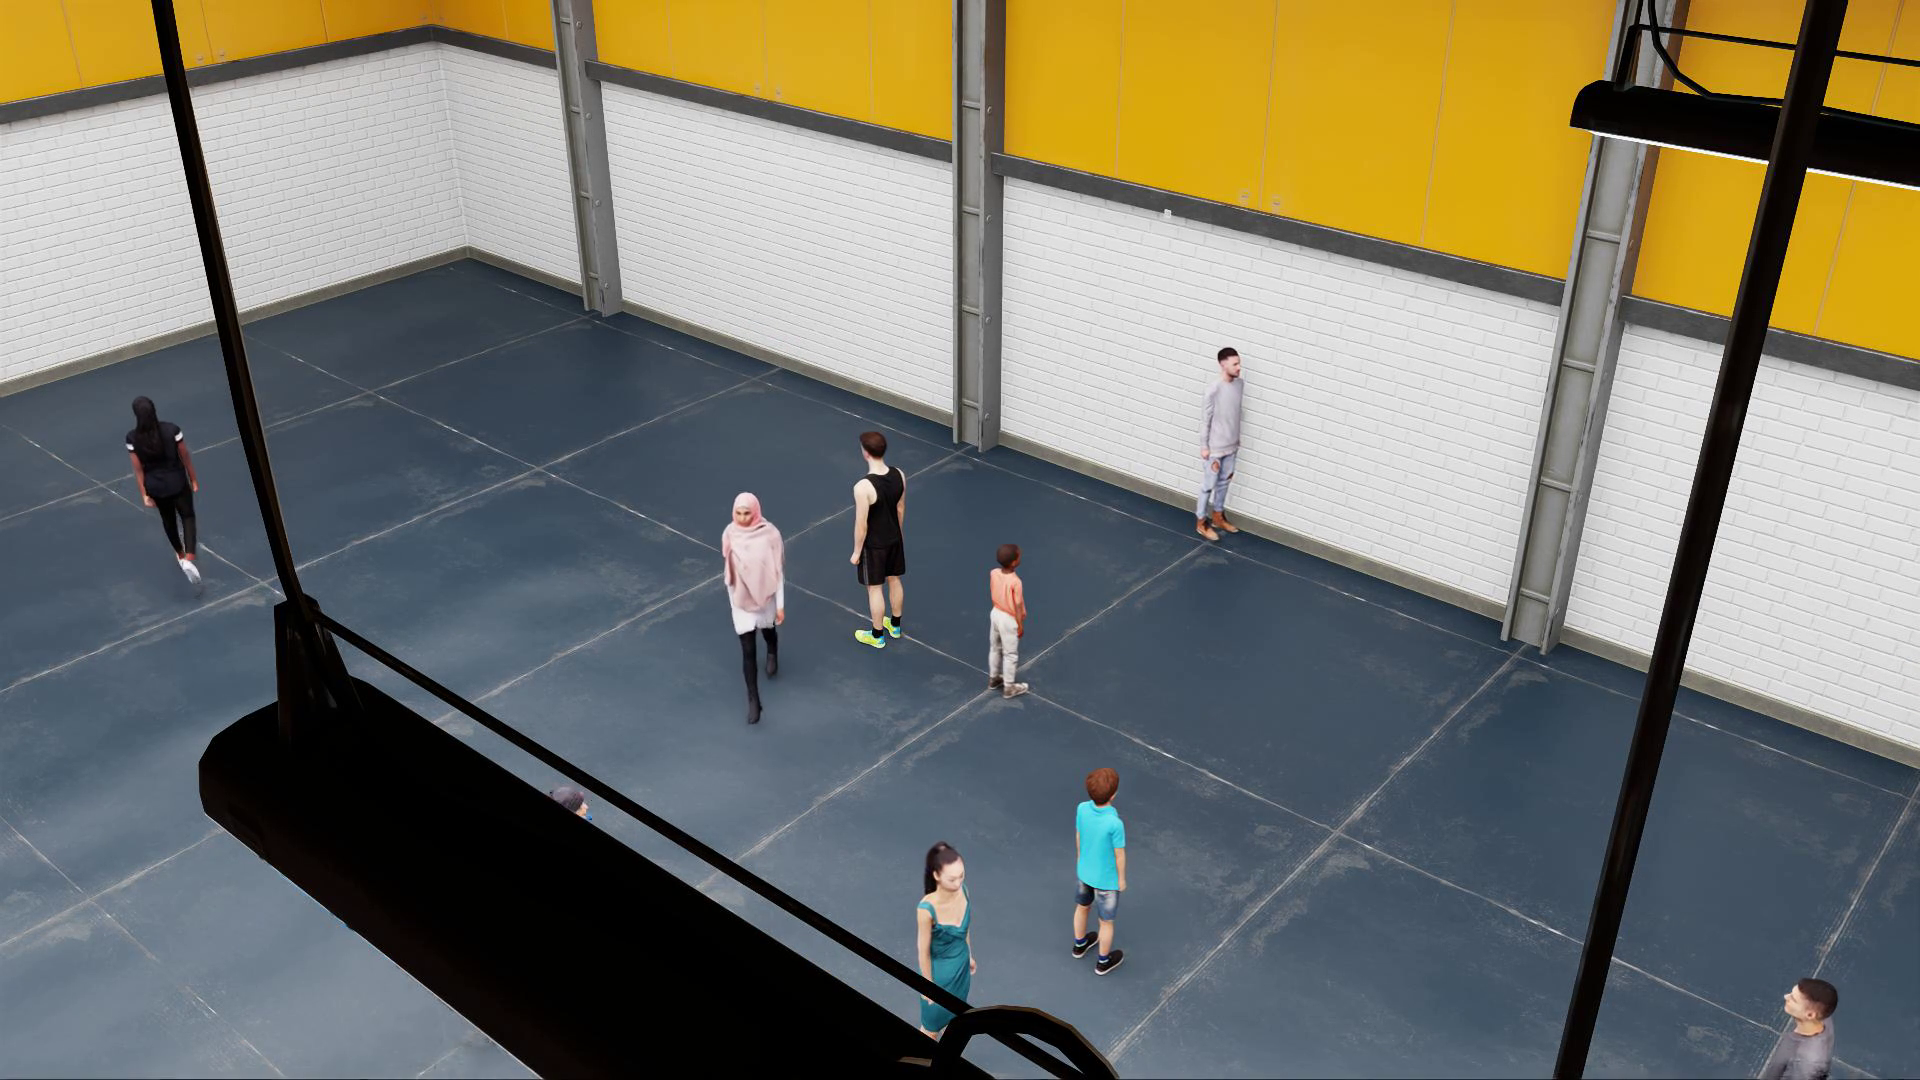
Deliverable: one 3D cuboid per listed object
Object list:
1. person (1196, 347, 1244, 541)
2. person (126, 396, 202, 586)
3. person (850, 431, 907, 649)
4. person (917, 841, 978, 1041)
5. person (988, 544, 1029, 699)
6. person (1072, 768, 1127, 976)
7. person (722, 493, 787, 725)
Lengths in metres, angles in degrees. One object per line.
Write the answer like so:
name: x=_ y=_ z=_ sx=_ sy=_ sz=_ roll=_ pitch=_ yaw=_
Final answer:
person: x=2.361 y=-0.909 z=15.167 sx=0.718 sy=1.839 sz=0.642 roll=-21 pitch=35 yaw=-34
person: x=-6.851 y=-0.423 z=14.415 sx=0.956 sy=1.708 sz=1.152 roll=-10 pitch=30 yaw=-18
person: x=-0.646 y=-0.006 z=13.458 sx=0.702 sy=1.892 sz=0.604 roll=-25 pitch=37 yaw=-38
person: x=-0.088 y=2.402 z=9.253 sx=0.470 sy=1.691 sz=0.553 roll=23 pitch=36 yaw=35
person: x=0.352 y=0.615 z=12.927 sx=0.556 sy=1.310 sz=0.452 roll=-22 pitch=35 yaw=-34
person: x=0.848 y=2.018 z=10.208 sx=0.446 sy=1.451 sz=0.587 roll=25 pitch=37 yaw=38
person: x=-1.546 y=0.434 z=12.779 sx=1.151 sy=1.769 sz=1.181 roll=-1 pitch=29 yaw=-2
